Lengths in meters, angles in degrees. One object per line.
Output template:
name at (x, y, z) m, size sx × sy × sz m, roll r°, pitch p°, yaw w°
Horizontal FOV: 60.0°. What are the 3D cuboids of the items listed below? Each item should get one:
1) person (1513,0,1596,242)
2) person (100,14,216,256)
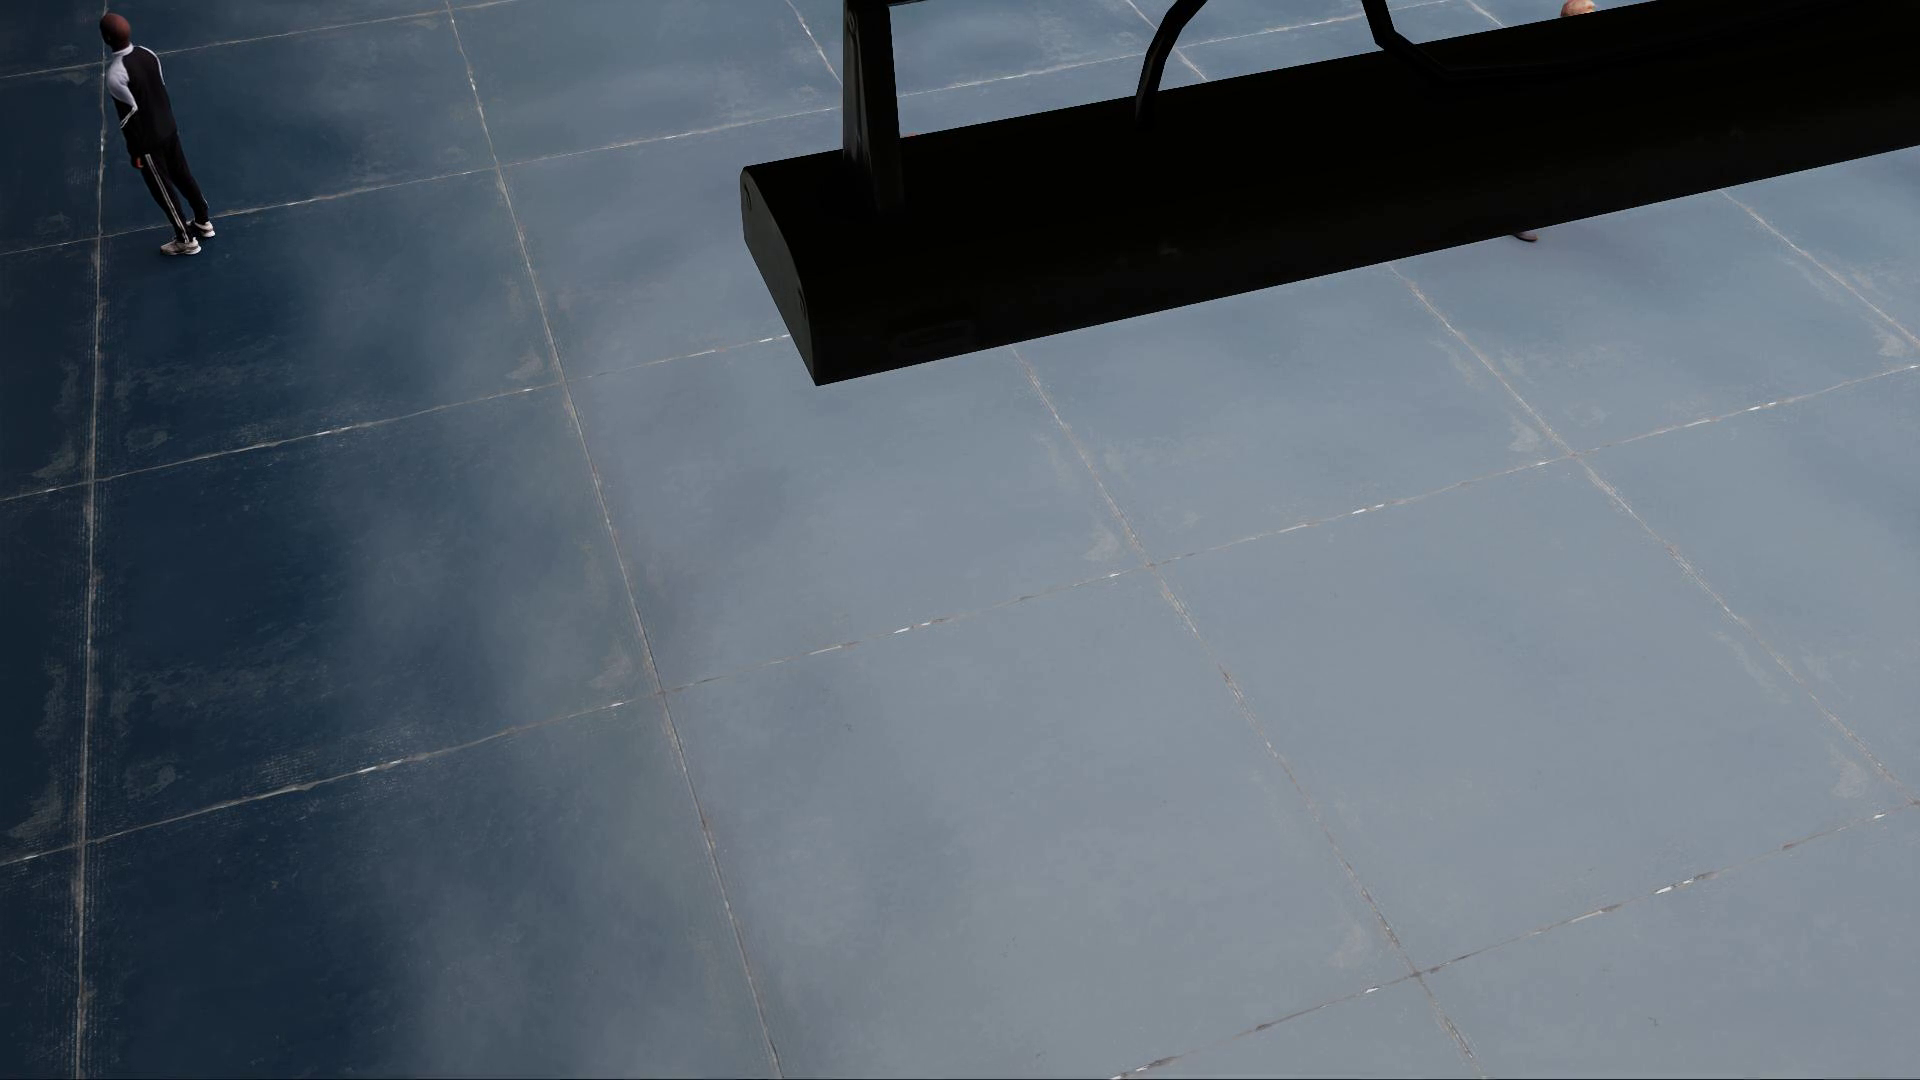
person at (4.294, -3.092, 12.132) m, size 0.801 × 1.816 × 0.773 m, roll 24°, pitch 48°, yaw 23°
person at (-5.788, -2.914, 11.933) m, size 0.802 × 1.828 × 0.689 m, roll 10°, pitch 44°, yaw 10°
